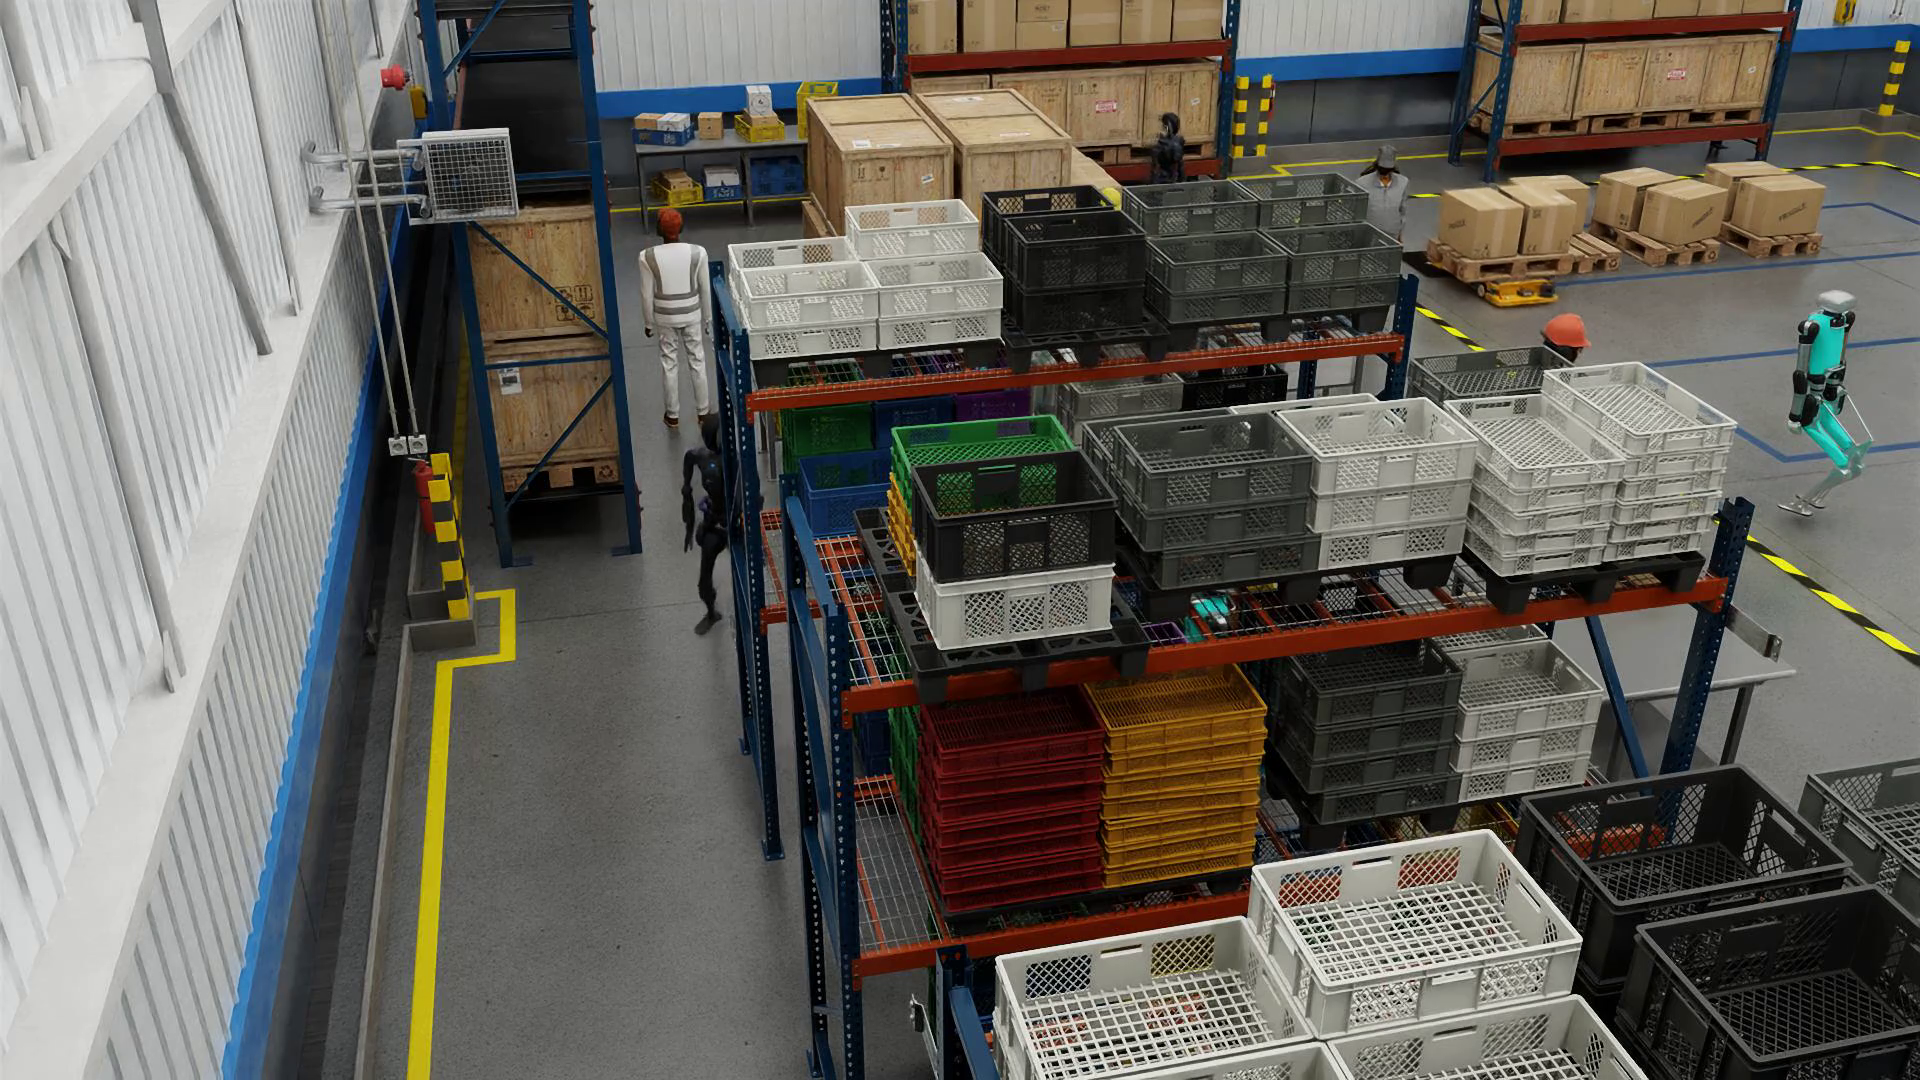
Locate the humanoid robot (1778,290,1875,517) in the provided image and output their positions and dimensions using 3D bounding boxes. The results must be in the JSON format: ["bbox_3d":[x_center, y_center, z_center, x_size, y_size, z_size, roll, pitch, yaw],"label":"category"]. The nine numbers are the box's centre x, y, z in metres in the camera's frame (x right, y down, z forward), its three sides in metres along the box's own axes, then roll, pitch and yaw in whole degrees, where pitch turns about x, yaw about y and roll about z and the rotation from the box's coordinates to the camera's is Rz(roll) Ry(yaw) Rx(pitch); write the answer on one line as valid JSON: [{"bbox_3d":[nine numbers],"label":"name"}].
[{"bbox_3d":[6.402,-0.943,12.119,0.533,1.675,0.735,-16,32,-27],"label":"humanoid robot"}]

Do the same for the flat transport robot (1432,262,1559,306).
[{"bbox_3d":[5.544,-2.763,17.259,0.652,0.197,1.431,-6,28,-12],"label":"flat transport robot"}]

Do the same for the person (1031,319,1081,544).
[{"bbox_3d":[0.632,-0.781,11.727,0.402,1.948,0.603,-12,30,-21],"label":"person"}]

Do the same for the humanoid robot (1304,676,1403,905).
[{"bbox_3d":[1.988,1.168,8.368,0.704,1.640,0.599,-15,31,-26],"label":"humanoid robot"}]

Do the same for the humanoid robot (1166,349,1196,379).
[{"bbox_3d":[1.640,-1.104,12.636,0.439,1.634,0.616,-1,28,-2],"label":"humanoid robot"}]

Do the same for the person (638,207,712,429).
[{"bbox_3d":[-2.335,-1.834,13.793,0.582,1.883,0.346,-7,29,-13],"label":"person"}]

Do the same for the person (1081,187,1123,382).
[{"bbox_3d":[1.265,-2.185,14.517,0.598,1.827,0.403,5,28,9],"label":"person"}]

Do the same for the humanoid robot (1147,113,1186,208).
[{"bbox_3d":[2.151,-3.716,17.593,0.406,1.645,0.599,24,36,38],"label":"humanoid robot"}]

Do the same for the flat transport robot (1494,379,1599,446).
[{"bbox_3d":[4.780,-1.036,14.013,0.659,0.231,1.431,-6,28,-12],"label":"flat transport robot"}]

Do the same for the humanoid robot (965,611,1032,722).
[{"bbox_3d":[0.401,0.913,8.717,0.851,1.739,0.564,-12,30,-21],"label":"humanoid robot"}]

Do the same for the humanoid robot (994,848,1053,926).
[{"bbox_3d":[0.348,1.262,8.092,0.847,1.783,0.531,4,28,8],"label":"humanoid robot"}]

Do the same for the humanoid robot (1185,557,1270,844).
[{"bbox_3d":[1.482,0.865,8.757,0.692,1.731,0.531,-4,28,-8],"label":"humanoid robot"}]

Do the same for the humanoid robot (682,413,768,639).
[{"bbox_3d":[-1.497,-0.082,10.699,0.601,1.646,0.385,8,29,15],"label":"humanoid robot"}]

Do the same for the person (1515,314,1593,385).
[{"bbox_3d":[3.908,-0.551,11.193,0.389,2.039,0.613,-5,28,-10],"label":"person"}]

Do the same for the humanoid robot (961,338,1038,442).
[{"bbox_3d":[0.299,-0.504,11.322,0.530,1.689,0.740,-4,28,-7],"label":"humanoid robot"}]

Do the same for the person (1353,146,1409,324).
[{"bbox_3d":[4.003,-2.932,16.006,0.572,1.761,0.407,-4,28,-7],"label":"person"}]
